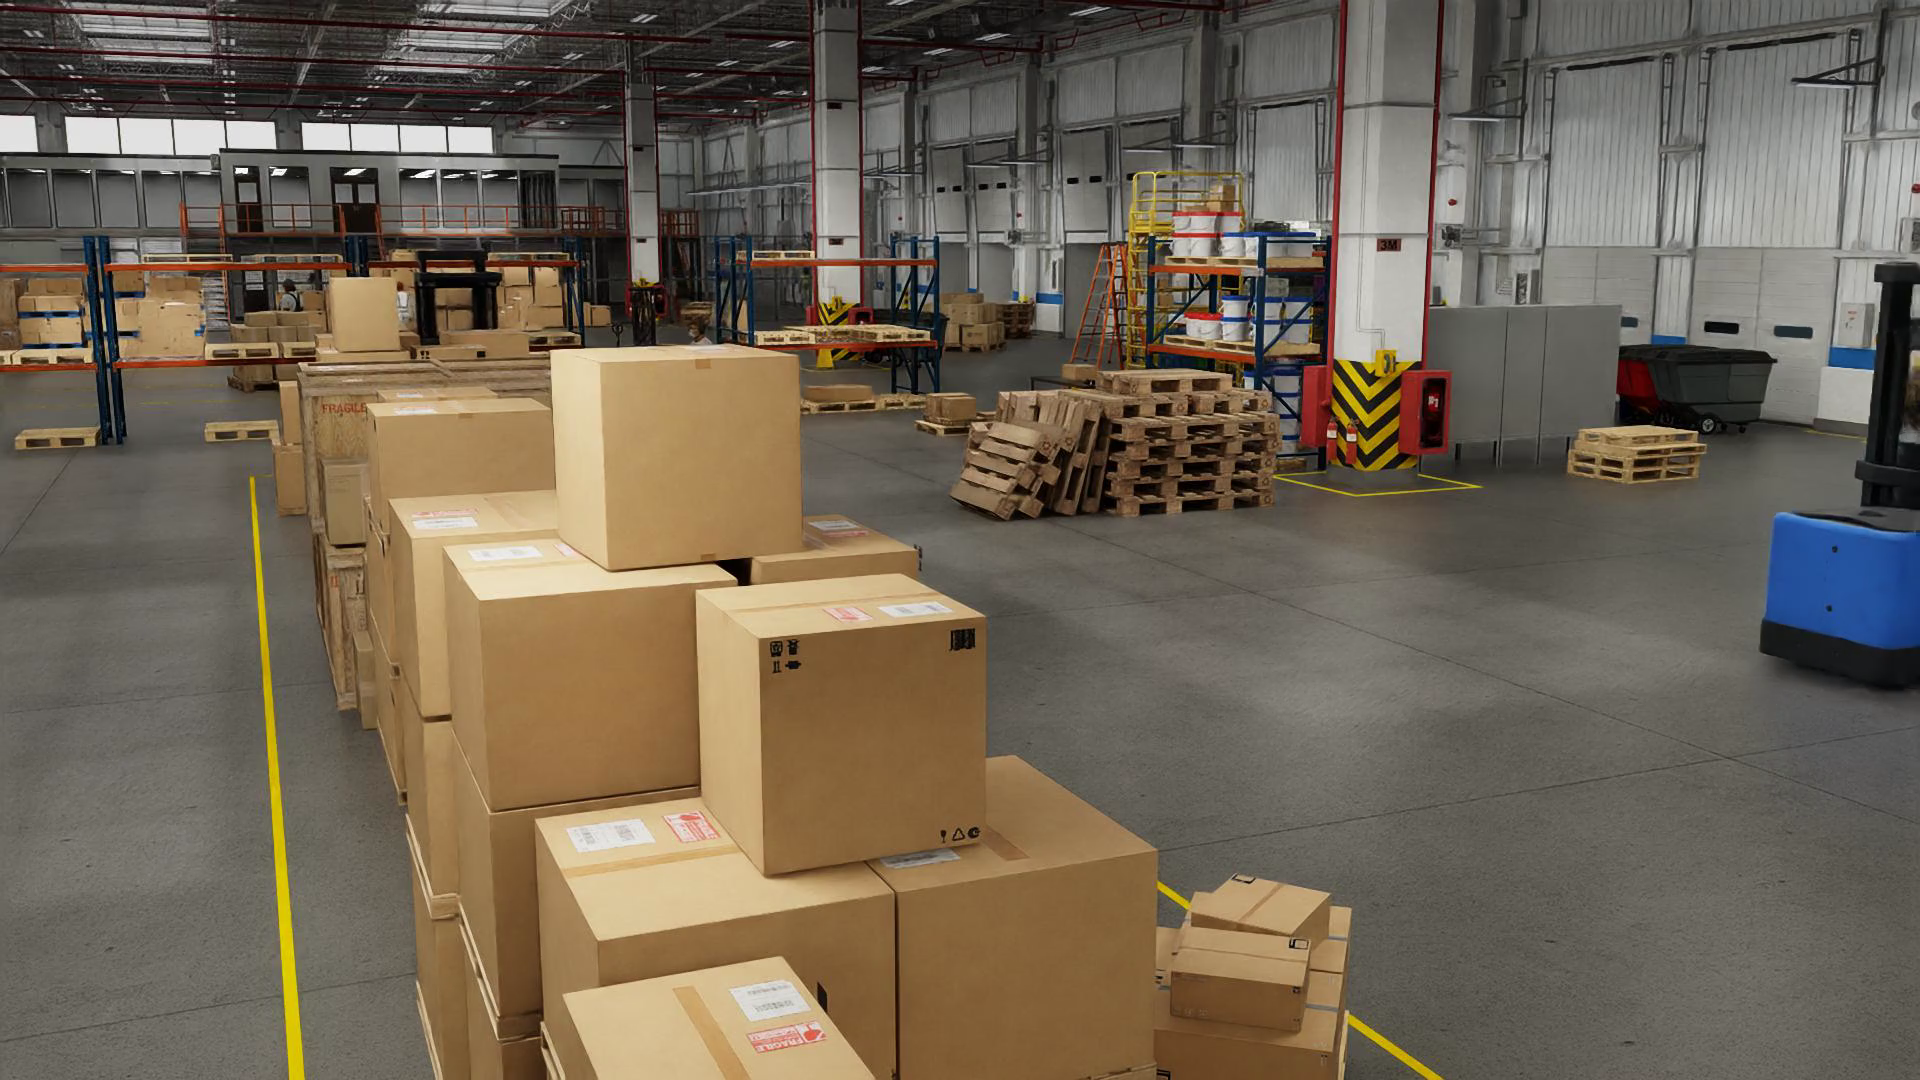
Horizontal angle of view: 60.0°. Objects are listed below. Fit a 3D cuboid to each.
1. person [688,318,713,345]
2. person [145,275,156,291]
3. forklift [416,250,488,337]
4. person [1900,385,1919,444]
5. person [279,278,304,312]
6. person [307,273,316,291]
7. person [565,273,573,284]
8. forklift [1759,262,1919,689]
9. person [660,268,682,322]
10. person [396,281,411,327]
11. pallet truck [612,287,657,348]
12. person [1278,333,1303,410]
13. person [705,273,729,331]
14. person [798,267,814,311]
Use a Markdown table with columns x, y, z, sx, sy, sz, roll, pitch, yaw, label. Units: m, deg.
| x | y | z | sx | sy | sz | roll | pitch | yaw | label |
| --- | --- | --- | --- | --- | --- | --- | --- | --- | --- |
| -3.504 | -2.023 | 22.432 | 0.360 | 1.937 | 0.635 | -7 | 12 | -32 | person |
| -23.659 | -6.810 | 48.886 | 0.578 | 1.908 | 0.809 | -8 | 13 | -39 | person |
| -7.131 | -2.697 | 23.550 | 1.129 | 2.768 | 1.873 | -4 | 11 | -23 | forklift |
| 6.958 | -0.191 | 12.377 | 0.367 | 1.926 | 0.639 | 1 | 10 | 4 | person |
| -16.191 | -5.293 | 40.175 | 0.538 | 2.000 | 0.682 | 3 | 11 | 14 | person |
| -21.496 | -7.896 | 55.003 | 0.888 | 1.877 | 0.641 | -7 | 12 | -34 | person |
| -14.724 | -9.249 | 62.650 | 0.944 | 1.805 | 0.524 | -9 | 13 | -40 | person |
| 6.712 | -0.511 | 11.503 | 1.873 | 2.768 | 1.129 | -4 | 11 | -23 | forklift |
| -10.518 | -8.831 | 59.947 | 1.027 | 1.938 | 0.618 | -5 | 11 | -26 | person |
| -15.198 | -6.104 | 45.220 | 0.986 | 1.841 | 0.575 | 6 | 12 | 32 | person |
| -6.464 | -4.406 | 35.401 | 0.823 | 1.965 | 1.885 | 6 | 12 | 32 | pallet truck |
| 5.259 | -2.654 | 26.079 | 0.983 | 1.874 | 0.613 | 7 | 12 | 33 | person |
| -7.875 | -7.755 | 54.140 | 0.621 | 1.892 | 1.001 | 8 | 13 | 38 | person |
| -6.411 | -10.442 | 69.173 | 0.643 | 1.814 | 0.618 | 0 | 10 | 0 | person |
